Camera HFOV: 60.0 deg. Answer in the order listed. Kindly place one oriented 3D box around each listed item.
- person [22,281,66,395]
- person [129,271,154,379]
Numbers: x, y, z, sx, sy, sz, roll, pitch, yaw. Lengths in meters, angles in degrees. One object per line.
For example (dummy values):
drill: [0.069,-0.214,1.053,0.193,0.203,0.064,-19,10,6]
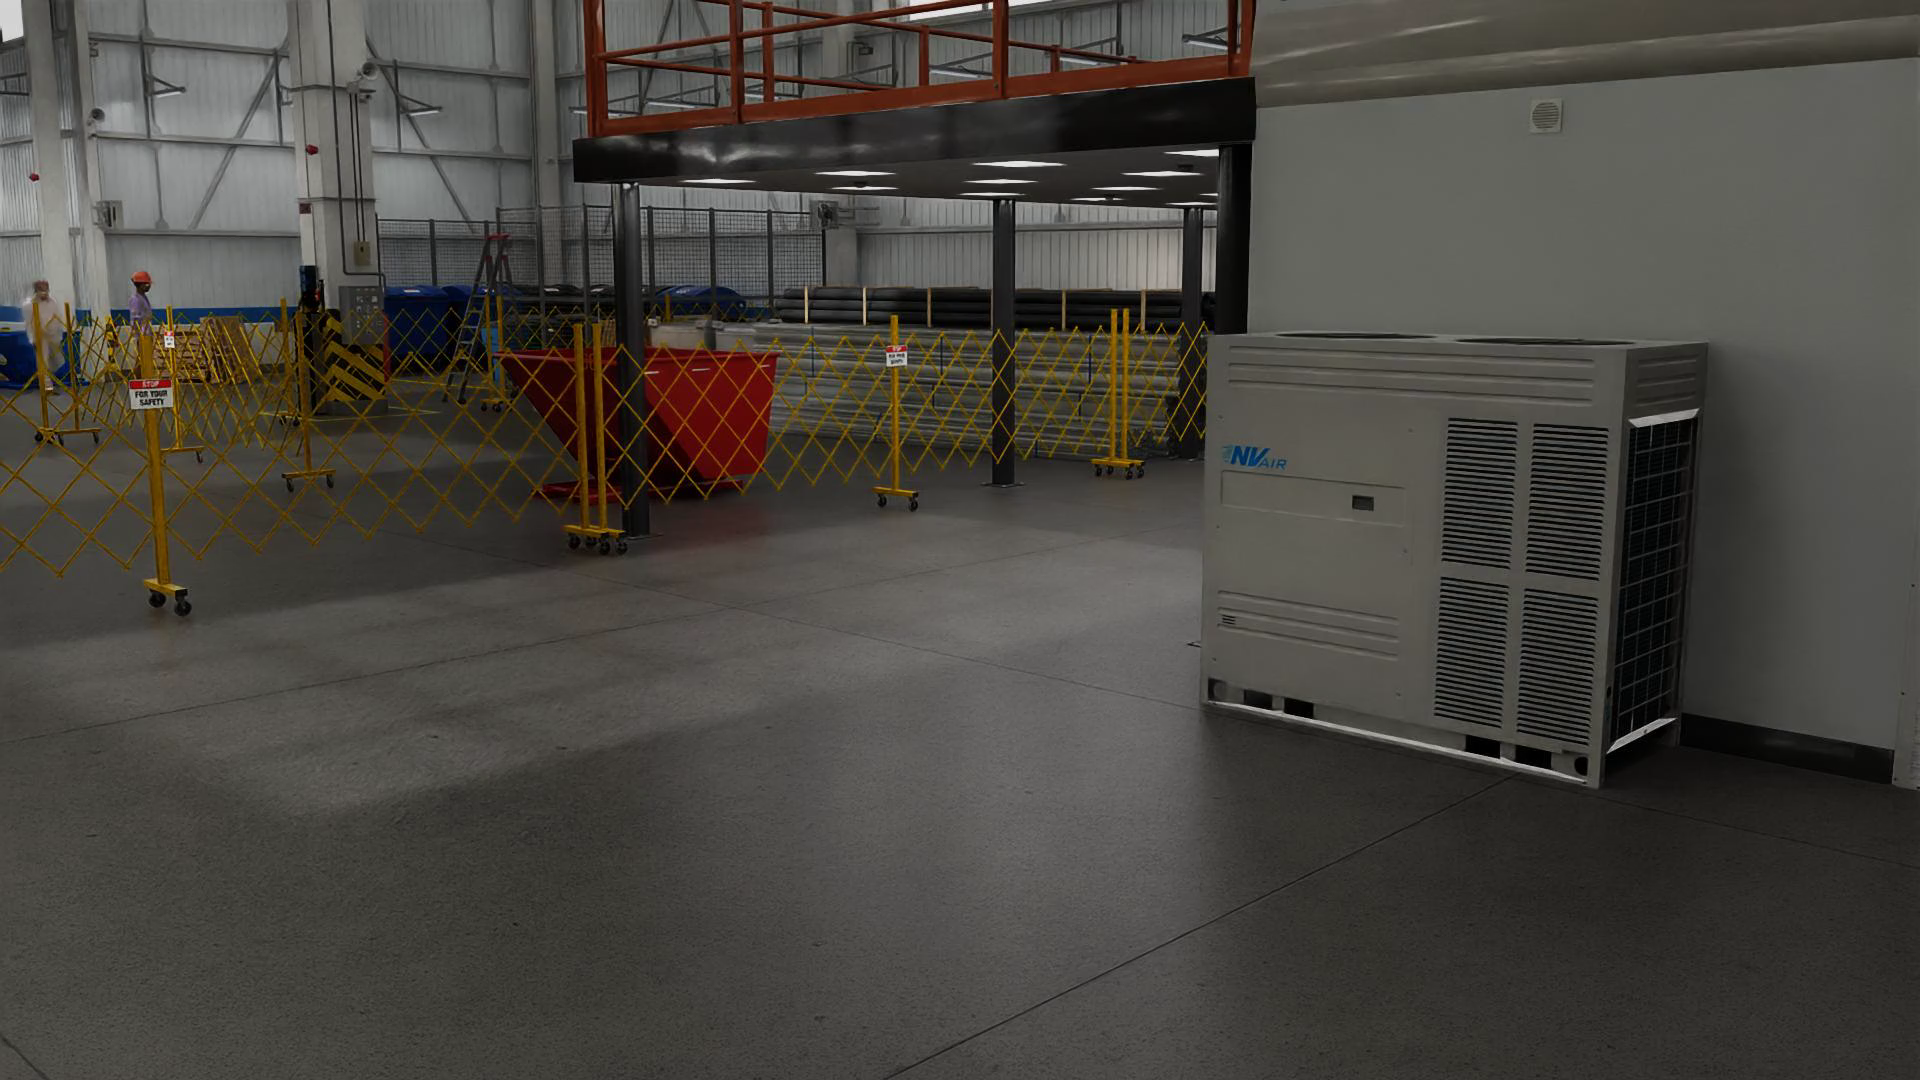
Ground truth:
person: [-14.992,-3.295,27.216,0.512,1.878,0.686,4,10,21]
person: [-13.516,-3.427,27.569,0.417,2.036,0.601,-2,9,-12]
